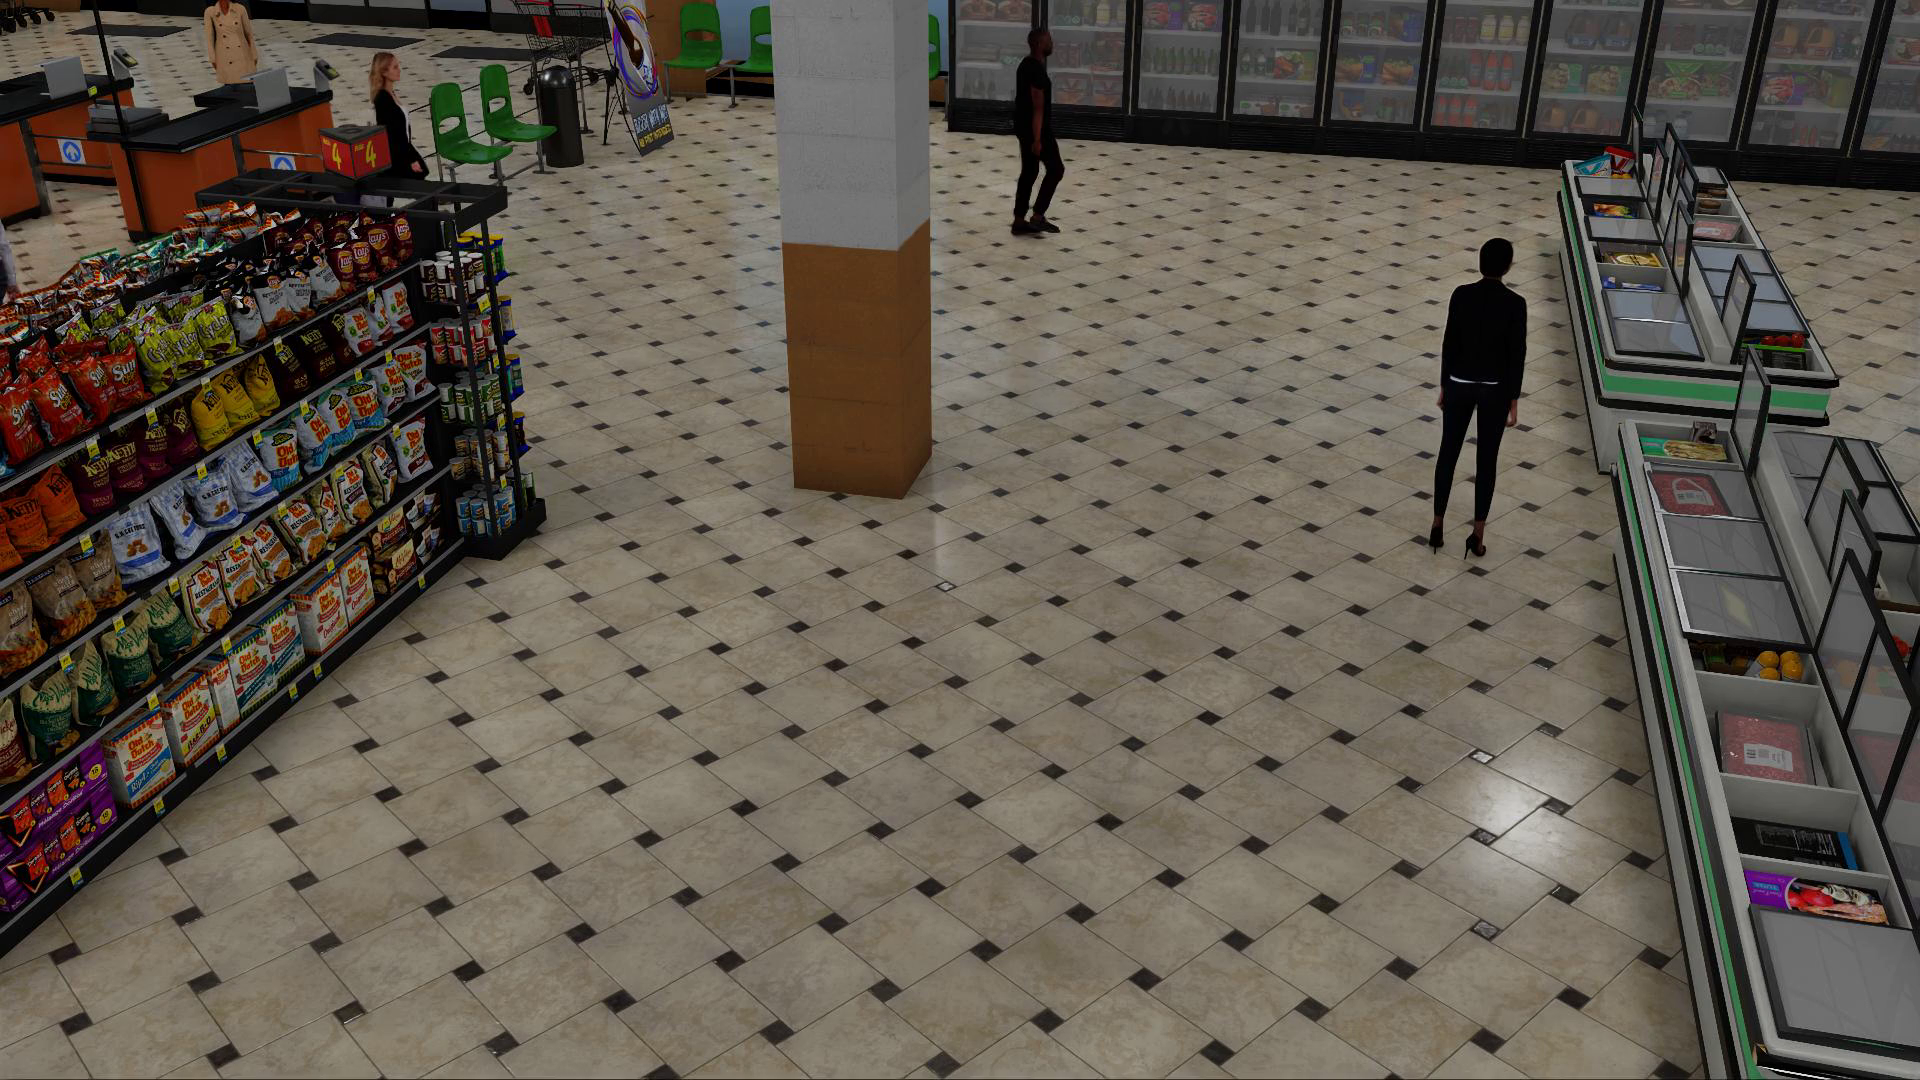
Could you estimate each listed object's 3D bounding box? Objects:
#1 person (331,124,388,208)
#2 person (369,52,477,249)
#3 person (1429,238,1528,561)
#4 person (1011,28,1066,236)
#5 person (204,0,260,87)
[{"bbox_3d":[-4.057,-1.932,11.382,0.816,1.830,0.637,-2,27,-4],"label":"person"},{"bbox_3d":[-4.747,-3.070,13.709,0.970,1.755,1.175,-2,27,-5],"label":"person"},{"bbox_3d":[2.814,-0.760,9.066,0.650,1.834,0.615,16,31,29],"label":"person"},{"bbox_3d":[0.567,-3.553,14.608,0.857,1.805,0.766,-5,27,-10],"label":"person"},{"bbox_3d":[-7.861,-5.218,18.026,0.724,1.681,0.744,-10,29,-20],"label":"person"}]
